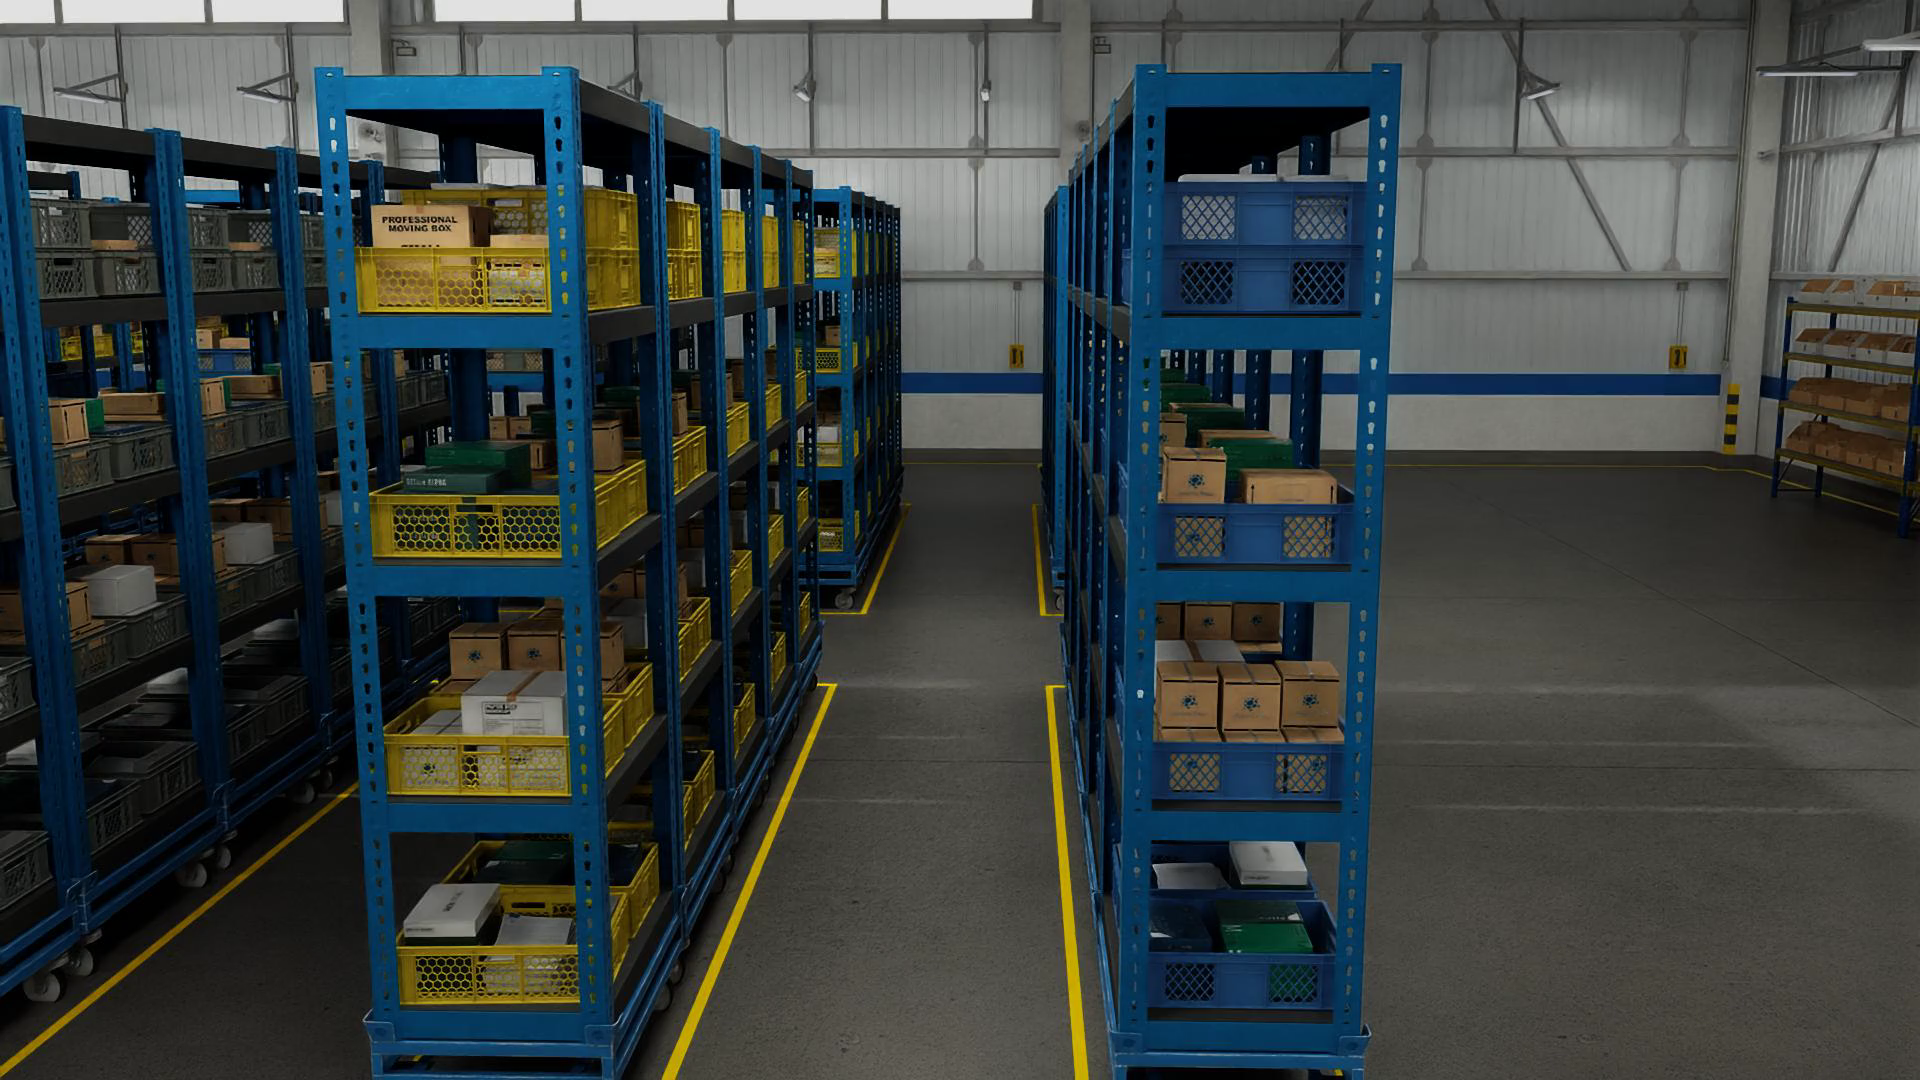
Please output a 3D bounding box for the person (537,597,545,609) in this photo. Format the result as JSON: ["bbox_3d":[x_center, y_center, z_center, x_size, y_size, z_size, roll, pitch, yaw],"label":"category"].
[{"bbox_3d":[-2.839,0.161,11.506,0.390,1.846,0.563,-1,10,-6],"label":"person"}]
